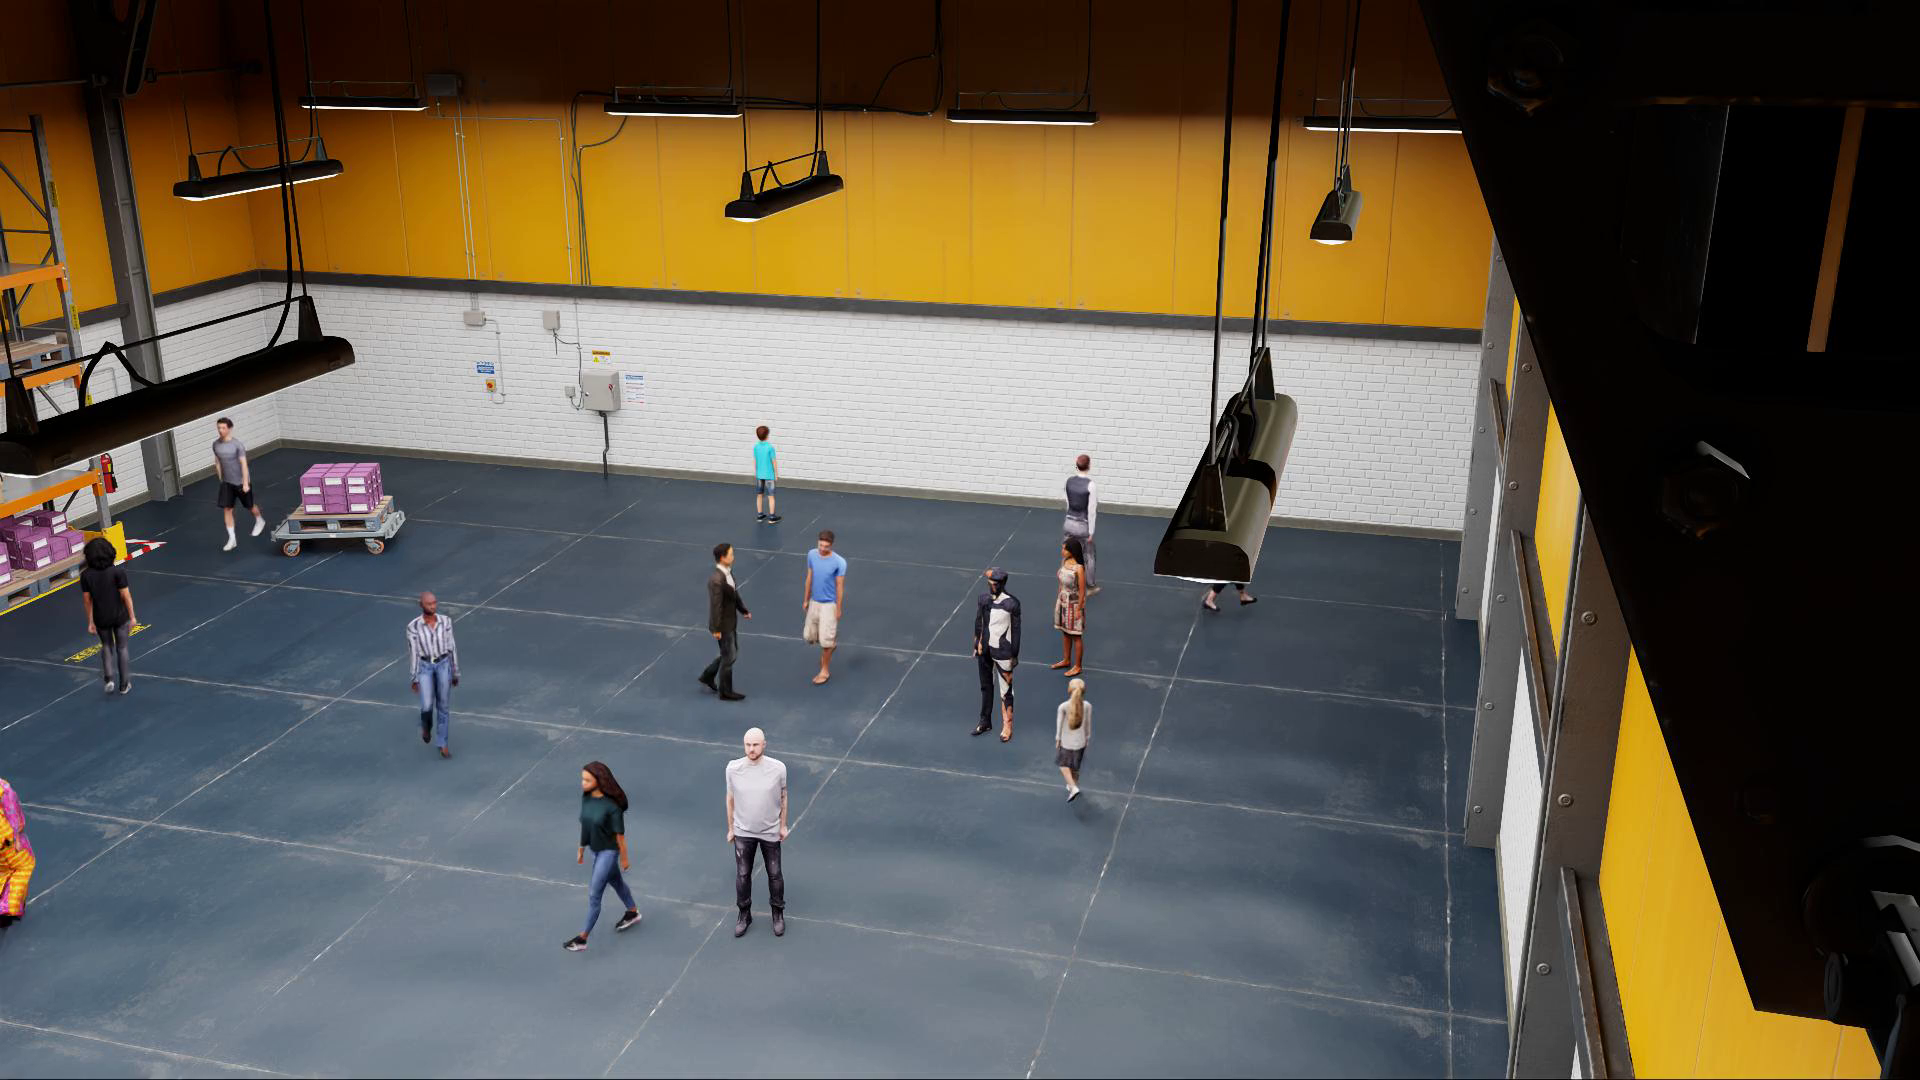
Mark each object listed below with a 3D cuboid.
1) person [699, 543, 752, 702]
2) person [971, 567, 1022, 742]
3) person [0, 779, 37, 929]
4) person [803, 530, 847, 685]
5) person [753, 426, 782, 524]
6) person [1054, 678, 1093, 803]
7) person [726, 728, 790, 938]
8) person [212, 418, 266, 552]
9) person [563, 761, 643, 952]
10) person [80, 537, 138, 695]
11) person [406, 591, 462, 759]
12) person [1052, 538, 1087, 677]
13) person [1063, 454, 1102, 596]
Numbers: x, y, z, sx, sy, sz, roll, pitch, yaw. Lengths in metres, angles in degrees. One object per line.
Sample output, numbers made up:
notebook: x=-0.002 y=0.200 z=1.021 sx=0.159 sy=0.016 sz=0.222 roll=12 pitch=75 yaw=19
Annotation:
person: x=-2.689 y=0.895 z=18.407 sx=0.870 sy=1.785 sz=0.854 roll=2 pitch=19 yaw=7
person: x=0.386 y=1.164 z=17.442 sx=0.742 sy=1.891 sz=0.681 roll=10 pitch=21 yaw=28
person: x=-8.088 y=2.487 z=13.878 sx=0.774 sy=1.659 sz=0.908 roll=-1 pitch=19 yaw=-2
person: x=-1.489 y=0.700 z=18.911 sx=0.810 sy=1.834 sz=0.911 roll=12 pitch=22 yaw=31
person: x=-2.869 y=-0.977 z=24.495 sx=0.550 sy=1.448 sz=0.512 roll=8 pitch=20 yaw=23
person: x=1.105 y=1.954 z=16.083 sx=0.692 sy=1.261 sz=0.785 roll=-6 pitch=19 yaw=-16
person: x=-1.678 y=2.406 z=13.846 sx=0.727 sy=1.832 sz=0.678 roll=0 pitch=19 yaw=-1
person: x=-10.169 y=-0.842 z=23.477 sx=0.769 sy=1.842 sz=1.237 roll=2 pitch=19 yaw=7
person: x=-2.880 y=2.559 z=13.790 sx=0.880 sy=1.579 sz=1.137 roll=14 pitch=23 yaw=36
person: x=-9.416 y=0.876 z=18.409 sx=0.766 sy=1.820 sz=0.811 roll=-4 pitch=19 yaw=-13
person: x=-5.430 y=1.354 z=17.050 sx=0.829 sy=1.782 sz=0.891 roll=-13 pitch=22 yaw=-33
person: x=1.286 y=0.745 z=19.084 sx=0.771 sy=1.637 sz=0.707 roll=-10 pitch=21 yaw=-27
person: x=1.478 y=-0.132 z=21.253 sx=0.836 sy=1.915 sz=0.979 roll=12 pitch=22 yaw=31
